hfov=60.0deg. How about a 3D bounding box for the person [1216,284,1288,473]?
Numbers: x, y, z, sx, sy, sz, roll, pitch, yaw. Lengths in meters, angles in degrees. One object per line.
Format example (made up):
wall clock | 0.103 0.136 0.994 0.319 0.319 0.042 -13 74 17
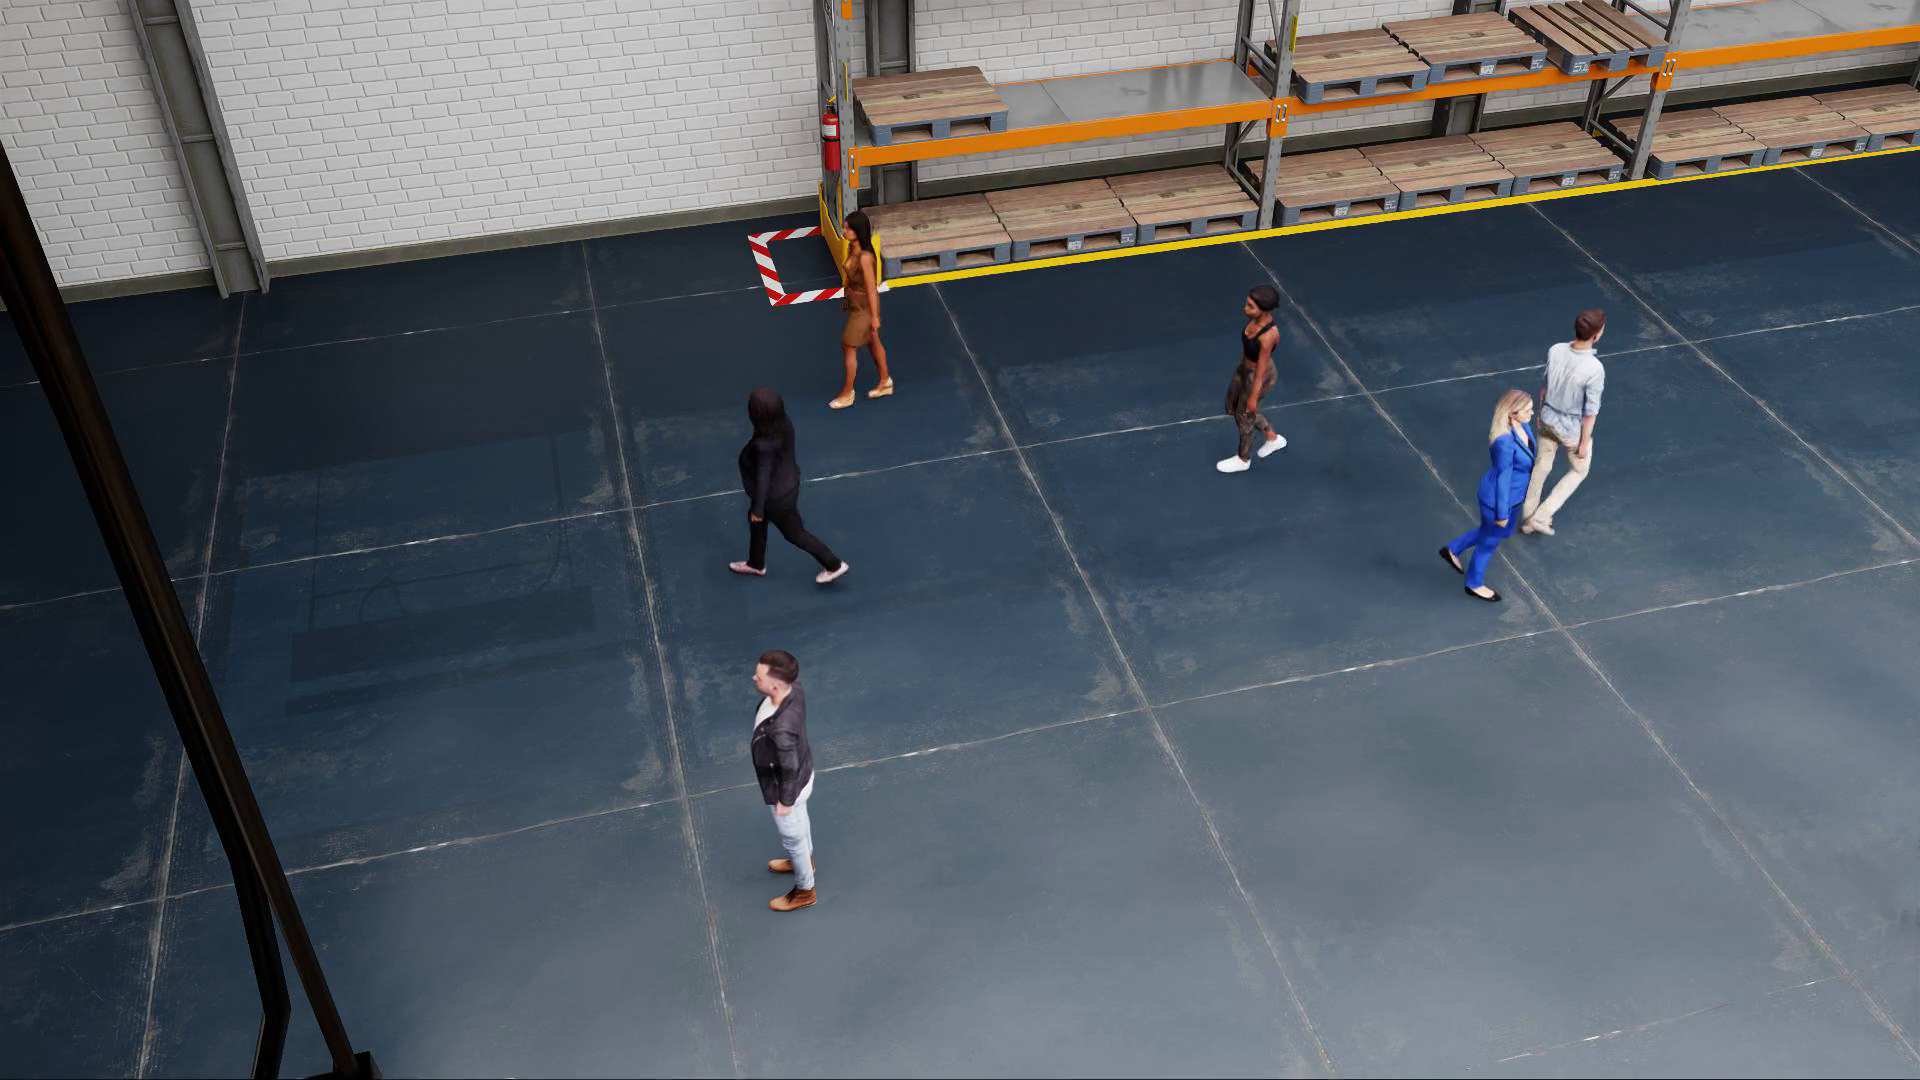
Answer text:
person | 2.252 -1.152 12.216 0.789 1.674 0.673 0 39 0

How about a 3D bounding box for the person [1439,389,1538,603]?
person | 3.514 -0.301 11.136 0.877 1.690 0.816 18 42 21

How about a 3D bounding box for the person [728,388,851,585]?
person | -1.155 -0.310 11.234 1.169 1.583 0.839 0 39 1

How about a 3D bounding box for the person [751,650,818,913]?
person | -0.923 1.291 9.026 0.646 1.836 0.709 0 39 -1

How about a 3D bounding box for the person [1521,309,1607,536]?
person | 4.143 -0.762 11.592 0.744 1.842 0.746 -20 43 -24

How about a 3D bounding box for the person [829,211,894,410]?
person | -0.679 -1.809 13.041 0.786 1.669 0.613 -11 40 -14
